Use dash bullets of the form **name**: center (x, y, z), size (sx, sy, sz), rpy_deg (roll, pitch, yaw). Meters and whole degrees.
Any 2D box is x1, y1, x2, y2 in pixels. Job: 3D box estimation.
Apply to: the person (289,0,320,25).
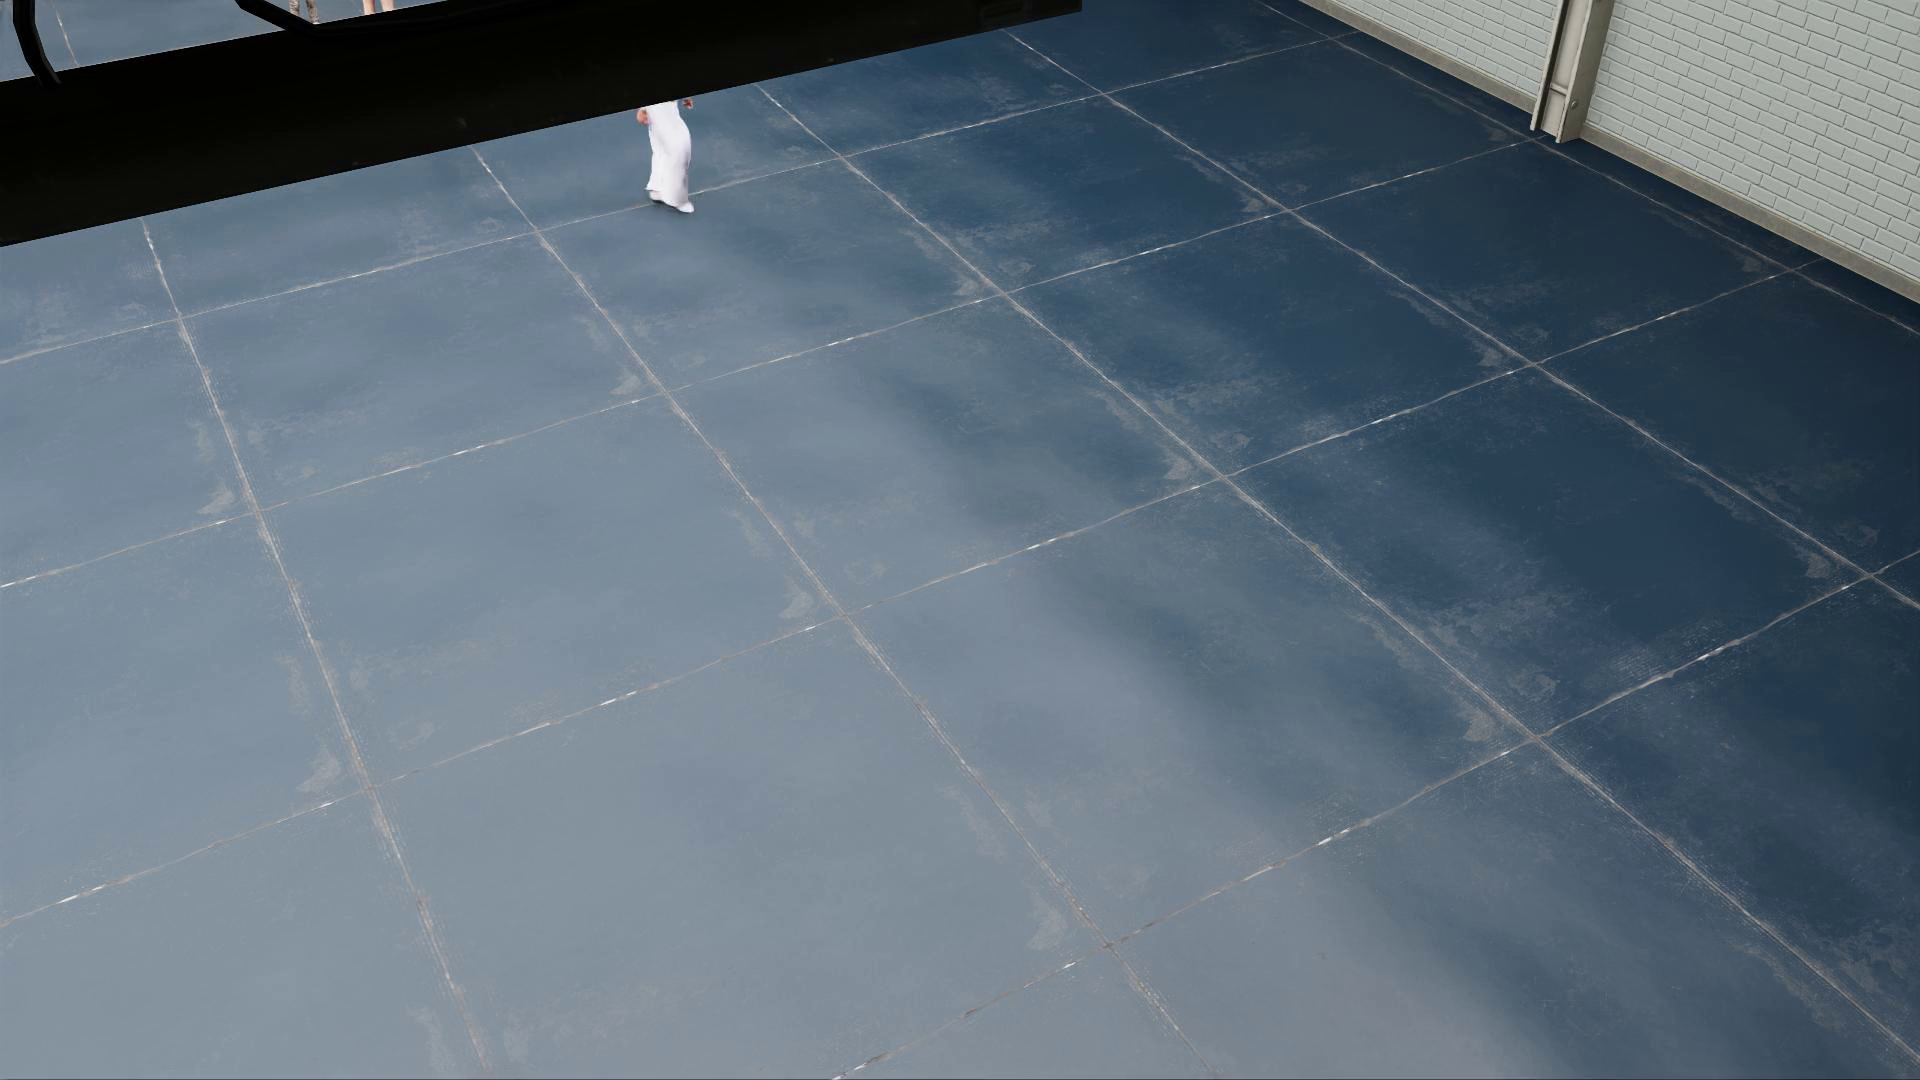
- **person**: center (-7.111, -6.081, 17.807), size (0.539, 1.416, 0.515), rpy_deg (-25, 45, -29)
